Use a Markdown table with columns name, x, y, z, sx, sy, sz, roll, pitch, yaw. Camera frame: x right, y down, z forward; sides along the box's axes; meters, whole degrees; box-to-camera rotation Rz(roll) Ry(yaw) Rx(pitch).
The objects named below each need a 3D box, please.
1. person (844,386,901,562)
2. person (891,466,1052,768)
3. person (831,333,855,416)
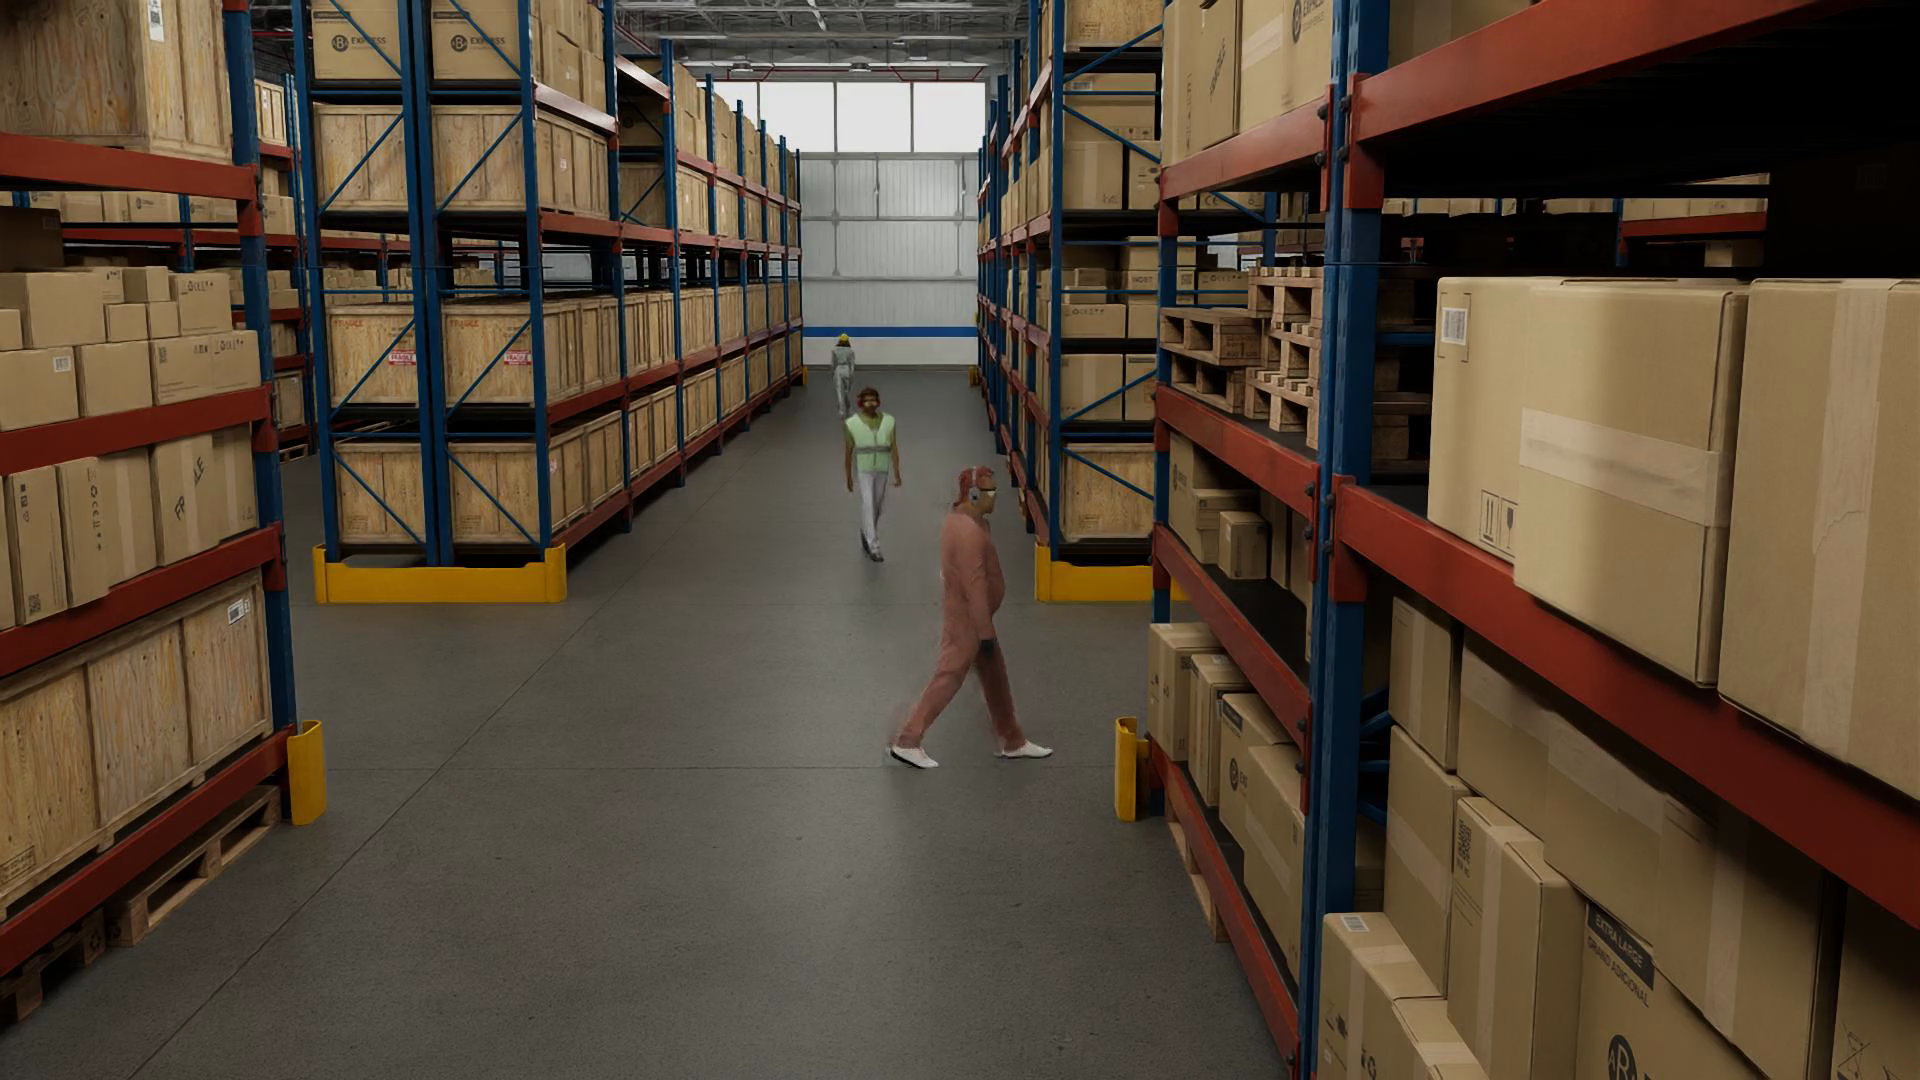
| name | x | y | z | sx | sy | sz | roll | pitch | yaw |
| --- | --- | --- | --- | --- | --- | --- | --- | --- | --- |
| person | -0.950 | -0.720 | 17.508 | 0.570 | 1.820 | 0.838 | -4 | 10 | -26 |
| person | 0.040 | 0.473 | 10.108 | 0.997 | 1.863 | 0.666 | 0 | 9 | -3 |
| person | -2.419 | -3.423 | 34.418 | 0.492 | 1.712 | 0.826 | -1 | 9 | -5 |
